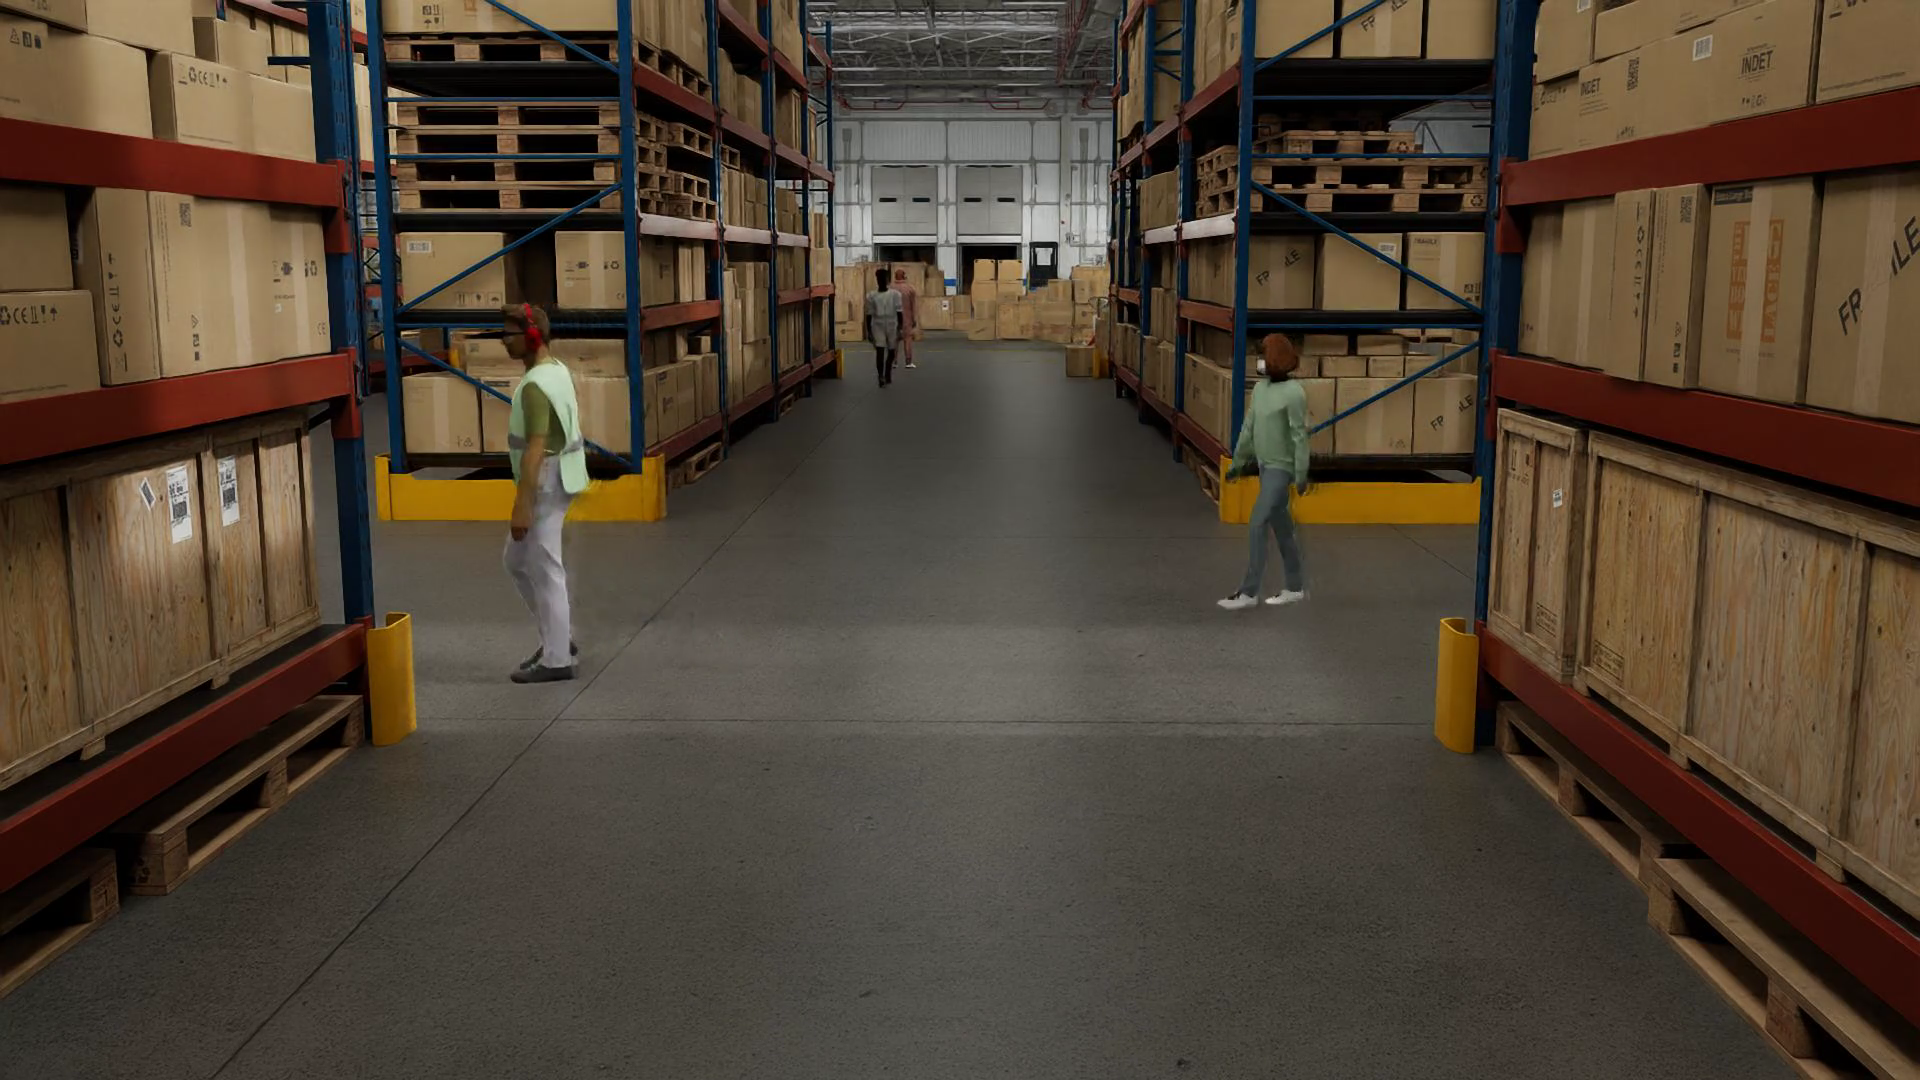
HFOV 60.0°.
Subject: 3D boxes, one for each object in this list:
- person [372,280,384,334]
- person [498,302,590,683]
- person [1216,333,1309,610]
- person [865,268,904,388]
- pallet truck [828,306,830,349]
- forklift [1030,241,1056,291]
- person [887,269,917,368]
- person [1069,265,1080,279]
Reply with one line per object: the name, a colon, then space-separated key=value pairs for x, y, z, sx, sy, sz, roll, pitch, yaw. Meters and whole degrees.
person: x=-12.072 y=-4.585 z=34.650 sx=0.754 sy=1.675 sz=0.537 roll=4 pitch=10 yaw=23
person: x=-2.020 y=-0.214 z=7.954 sx=0.482 sy=1.830 sz=0.606 roll=-2 pitch=10 yaw=-9
person: x=1.743 y=-0.391 z=9.711 sx=0.724 sy=1.607 sz=0.512 roll=-2 pitch=10 yaw=-13
person: x=-1.233 y=-3.440 z=26.974 sx=0.623 sy=1.940 sz=0.612 roll=-2 pitch=10 yaw=-10
pallet truck: x=-3.100 y=-3.940 z=29.800 sx=1.885 sy=1.965 sz=0.823 roll=3 pitch=10 yaw=19
forklift: x=3.224 y=-10.092 z=64.012 sx=1.129 sy=2.768 sz=1.873 roll=0 pitch=9 yaw=1
person: x=-1.137 y=-4.235 z=31.885 sx=0.677 sy=1.901 sz=0.400 roll=2 pitch=10 yaw=10
person: x=3.983 y=-8.331 z=56.278 sx=0.636 sy=1.939 sz=0.364 roll=6 pitch=11 yaw=31
